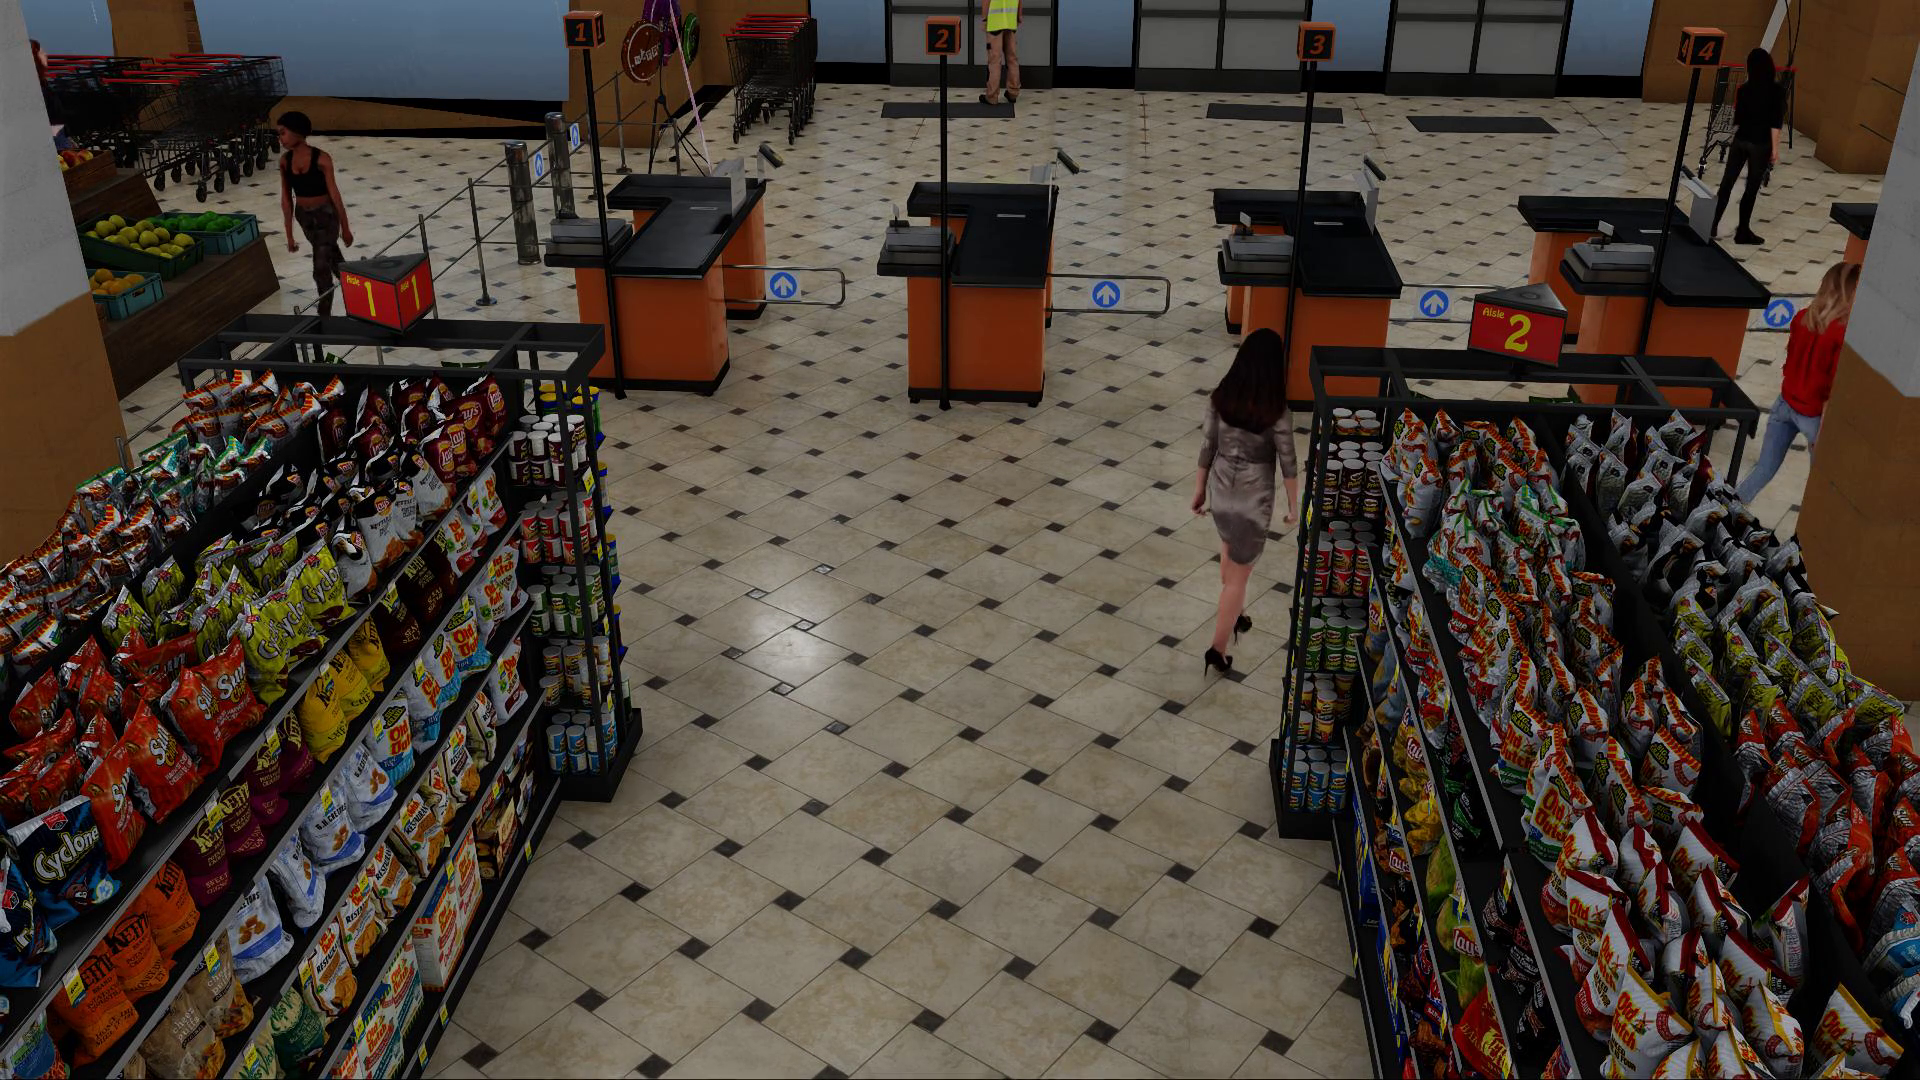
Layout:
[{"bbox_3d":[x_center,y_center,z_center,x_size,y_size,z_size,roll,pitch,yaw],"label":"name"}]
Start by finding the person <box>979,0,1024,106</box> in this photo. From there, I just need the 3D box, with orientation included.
[{"bbox_3d":[0.467,-5.989,19.244,0.844,1.844,0.883,-14,30,-25],"label":"person"}]

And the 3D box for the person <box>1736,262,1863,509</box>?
[{"bbox_3d":[4.443,-0.640,8.903,1.009,1.659,1.144,-9,28,-17],"label":"person"}]

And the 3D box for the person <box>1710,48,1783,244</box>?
[{"bbox_3d":[6.866,-3.387,14.364,0.841,1.619,0.754,-9,28,-18],"label":"person"}]

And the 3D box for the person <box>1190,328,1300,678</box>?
[{"bbox_3d":[1.280,-0.124,7.814,0.857,1.722,0.952,19,32,32],"label":"person"}]

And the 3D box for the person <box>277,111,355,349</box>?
[{"bbox_3d":[-4.641,-2.293,12.186,0.692,1.637,1.229,5,27,10],"label":"person"}]
